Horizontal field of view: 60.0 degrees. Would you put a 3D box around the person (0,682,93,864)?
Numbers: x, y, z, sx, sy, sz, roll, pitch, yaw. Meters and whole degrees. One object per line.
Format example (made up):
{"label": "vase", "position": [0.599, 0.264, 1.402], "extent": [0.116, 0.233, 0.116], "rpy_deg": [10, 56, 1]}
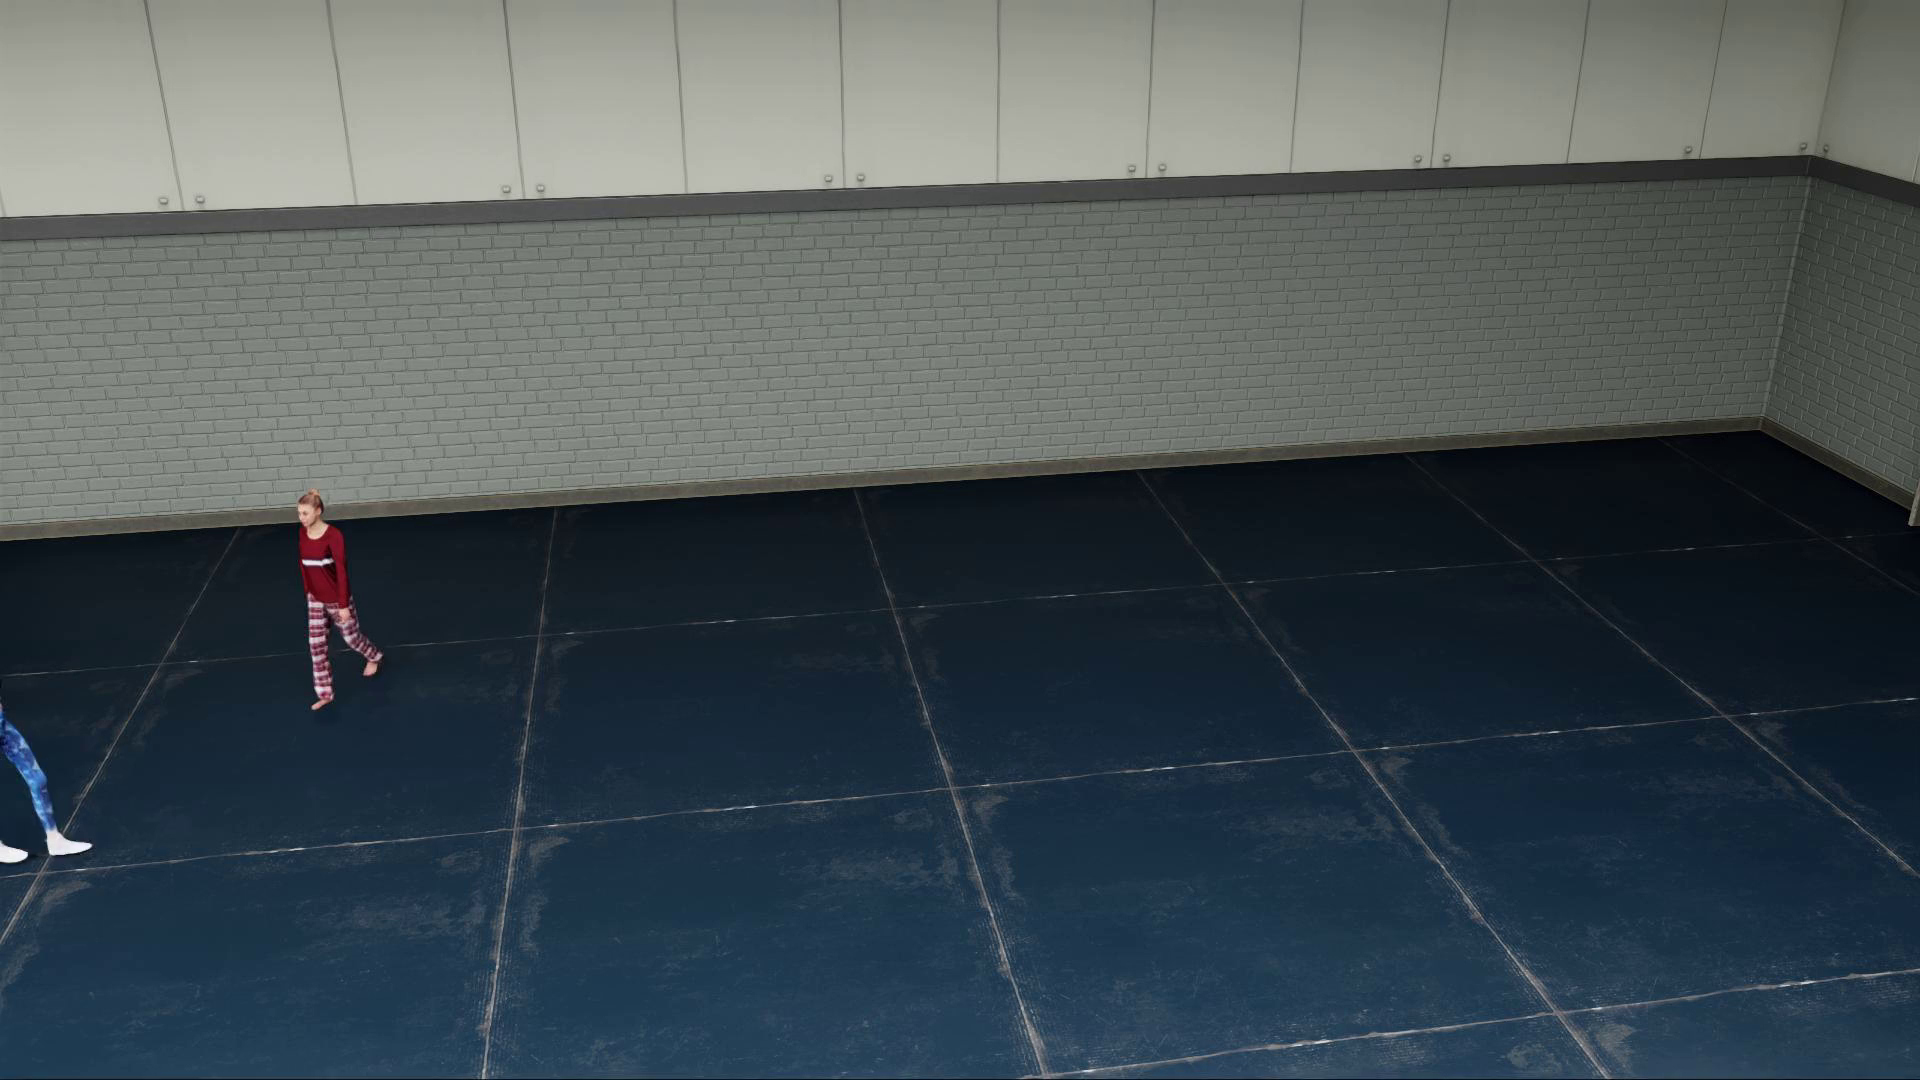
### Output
{"label": "person", "position": [-6.227, 1.305, 10.540], "extent": [0.786, 1.765, 0.903], "rpy_deg": [1, 23, 3]}

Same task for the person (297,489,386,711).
{"label": "person", "position": [-4.774, 0.418, 12.752], "extent": [0.911, 1.666, 1.119], "rpy_deg": [6, 24, 14]}
